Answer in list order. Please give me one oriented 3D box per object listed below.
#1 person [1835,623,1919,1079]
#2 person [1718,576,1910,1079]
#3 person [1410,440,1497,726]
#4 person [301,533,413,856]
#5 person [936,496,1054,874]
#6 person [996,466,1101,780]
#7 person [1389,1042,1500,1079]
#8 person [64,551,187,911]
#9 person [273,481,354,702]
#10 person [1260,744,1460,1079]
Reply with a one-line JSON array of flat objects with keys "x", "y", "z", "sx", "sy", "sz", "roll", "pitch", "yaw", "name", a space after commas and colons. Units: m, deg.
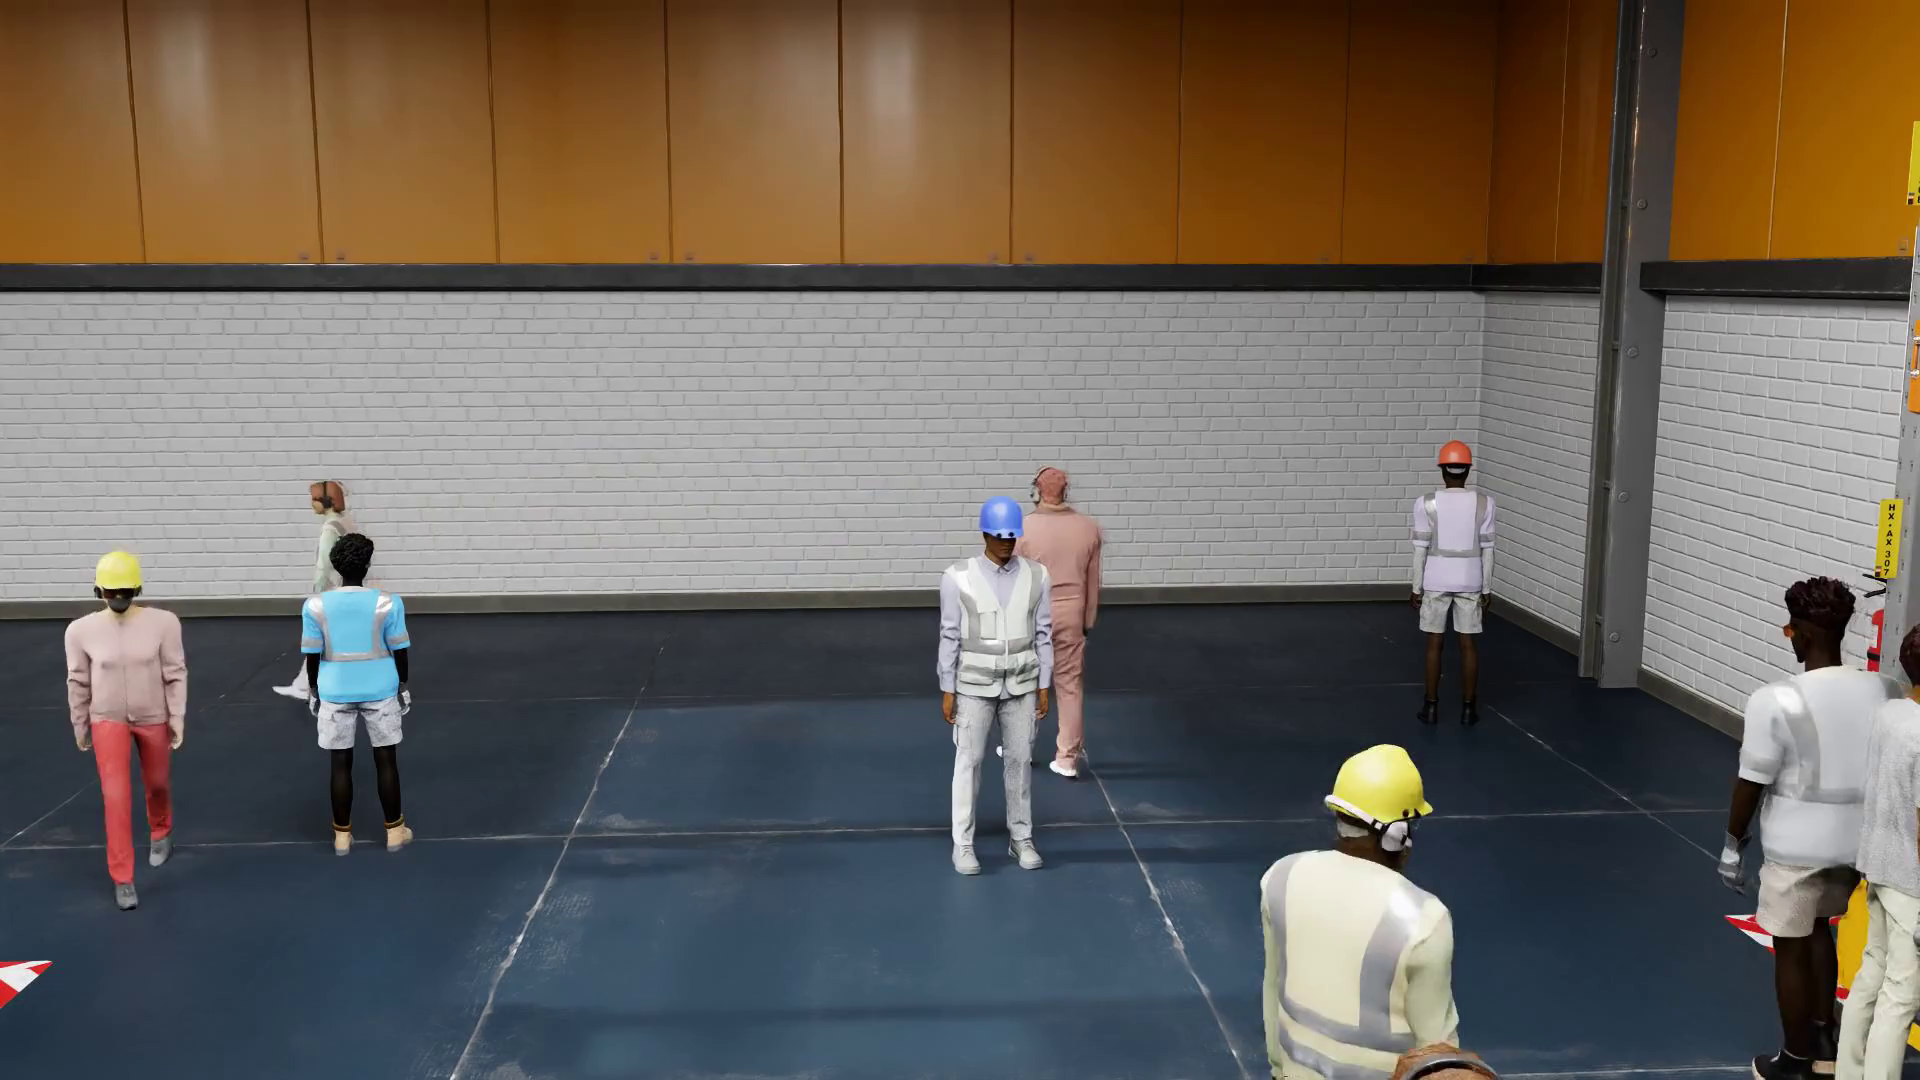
[{"x": 3.281, "y": 1.193, "z": 5.761, "sx": 0.311, "sy": 1.869, "sz": 0.530, "roll": 2, "pitch": 9, "yaw": 9, "name": "person"}, {"x": 3.106, "y": 1.090, "z": 6.139, "sx": 0.627, "sy": 1.947, "sz": 0.495, "roll": -1, "pitch": 9, "yaw": -9, "name": "person"}, {"x": 3.314, "y": 0.293, "z": 11.220, "sx": 0.543, "sy": 1.932, "sz": 0.370, "roll": 2, "pitch": 9, "yaw": 10, "name": "person"}, {"x": -3.149, "y": 0.807, "z": 8.725, "sx": 0.540, "sy": 1.695, "sz": 0.317, "roll": -2, "pitch": 9, "yaw": -11, "name": "person"}, {"x": 0.184, "y": 0.732, "z": 8.440, "sx": 0.610, "sy": 1.938, "sz": 0.411, "roll": -3, "pitch": 9, "yaw": -15, "name": "person"}, {"x": 0.502, "y": 0.486, "z": 10.162, "sx": 0.685, "sy": 1.878, "sz": 0.773, "roll": -4, "pitch": 10, "yaw": -24, "name": "person"}, {"x": 0.727, "y": 1.697, "z": 2.747, "sx": 0.650, "sy": 1.834, "sz": 0.447, "roll": 4, "pitch": 10, "yaw": 22, "name": "person"}, {"x": -4.110, "y": 0.872, "z": 8.235, "sx": 0.528, "sy": 1.722, "sz": 0.854, "roll": -5, "pitch": 10, "yaw": -27, "name": "person"}, {"x": -4.436, "y": 0.393, "z": 11.596, "sx": 0.830, "sy": 1.598, "sz": 0.536, "roll": -2, "pitch": 9, "yaw": -12, "name": "person"}, {"x": 1.014, "y": 1.440, "z": 4.417, "sx": 0.646, "sy": 1.811, "sz": 0.591, "roll": -7, "pitch": 12, "yaw": -38, "name": "person"}]
